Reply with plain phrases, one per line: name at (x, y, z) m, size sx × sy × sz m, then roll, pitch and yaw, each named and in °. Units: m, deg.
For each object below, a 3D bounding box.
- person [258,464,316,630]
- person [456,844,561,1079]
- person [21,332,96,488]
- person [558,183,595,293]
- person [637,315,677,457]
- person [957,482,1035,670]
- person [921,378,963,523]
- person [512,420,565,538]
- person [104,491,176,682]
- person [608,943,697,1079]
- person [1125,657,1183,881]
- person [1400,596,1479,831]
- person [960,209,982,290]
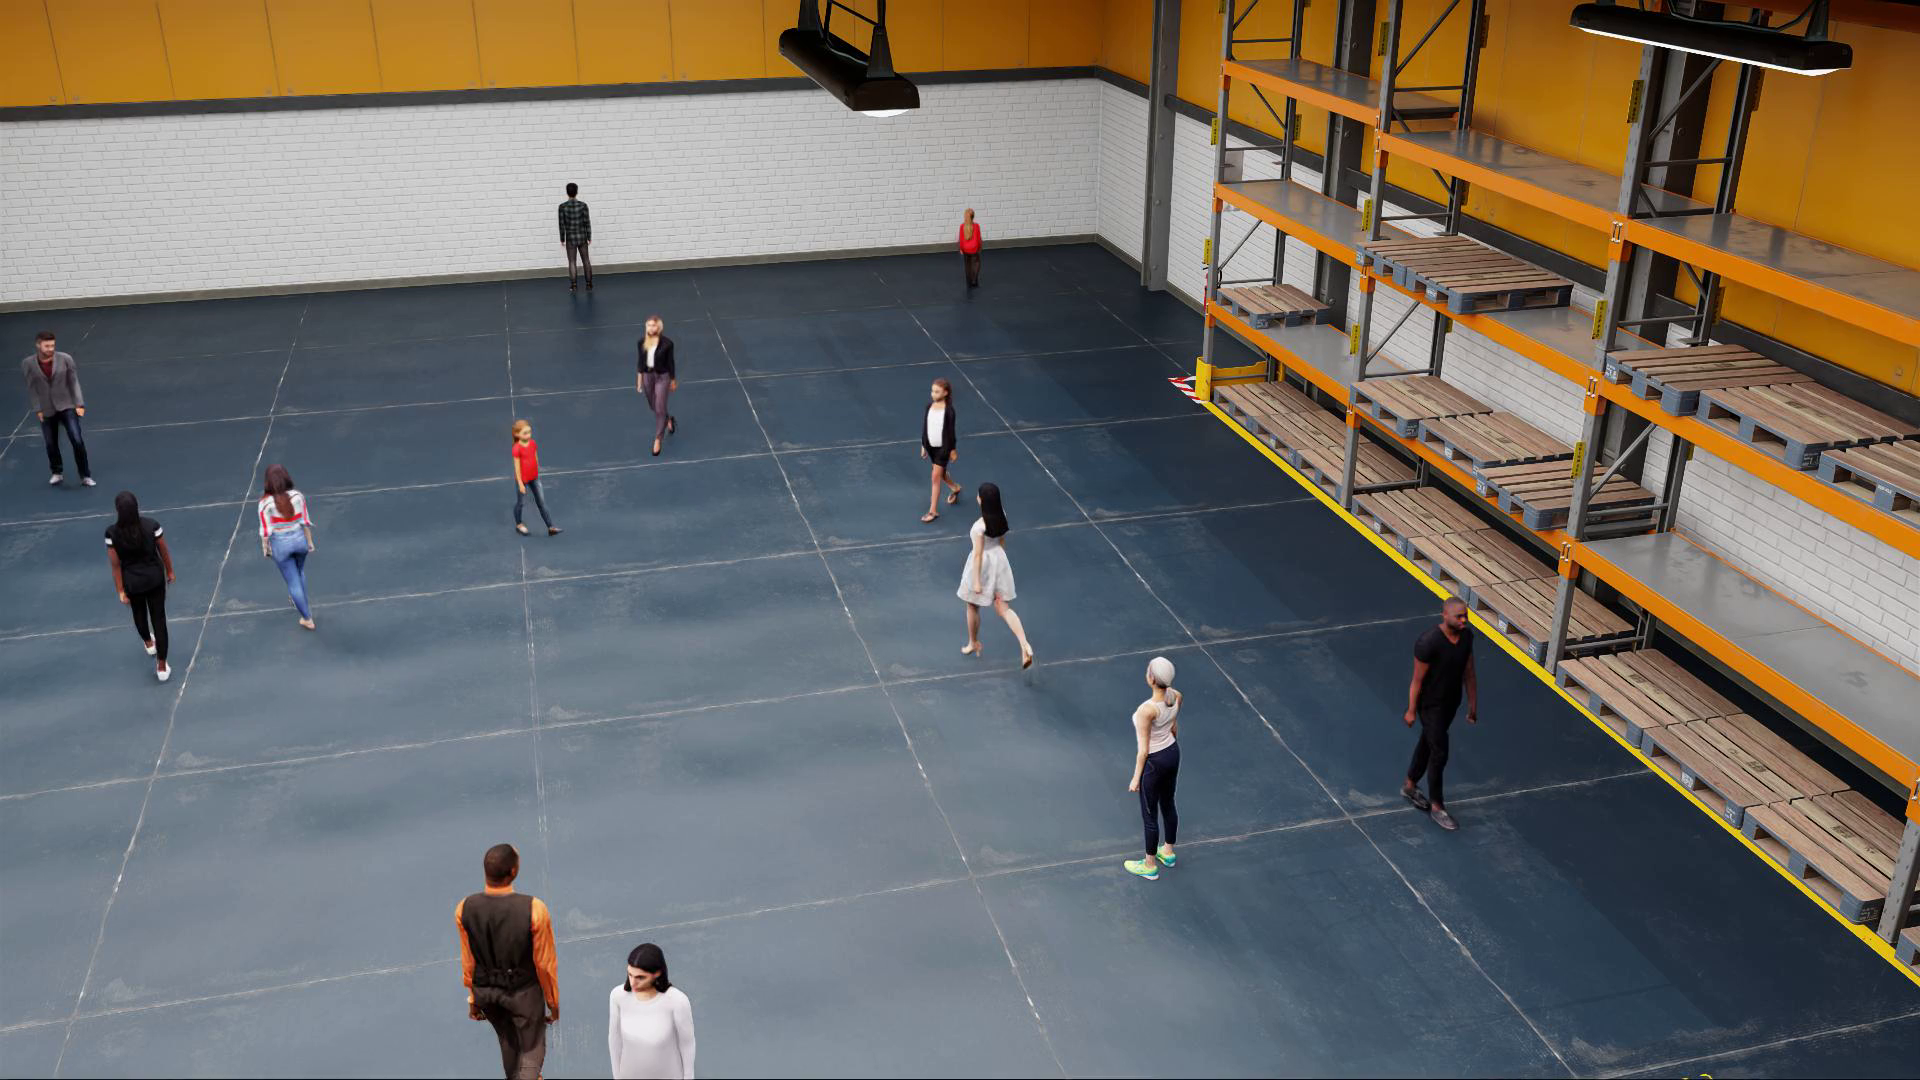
person at (-6.178, 0.081, 15.416) m, size 0.999 × 1.594 × 0.868 m, roll 22°, pitch 32°, yaw 40°
person at (-2.534, 2.604, 9.289) m, size 0.927 × 1.880 × 1.208 m, roll 1°, pitch 24°, yaw 2°
person at (-10.152, -1.488, 18.703) m, size 0.740 × 1.837 × 0.894 m, roll -5°, pitch 24°, yaw -11°
person at (-6.082, -4.796, 26.293) m, size 0.659 × 1.714 × 0.508 m, roll -6°, pitch 24°, yaw -14°
person at (-3.589, -1.877, 19.839) m, size 0.906 × 1.640 × 1.123 m, roll 5°, pitch 24°, yaw 11°
person at (0.320, 0.365, 14.585) m, size 1.202 × 1.741 × 0.969 m, roll 22°, pitch 32°, yaw 40°
person at (-0.175, -1.022, 18.018) m, size 1.023 × 1.531 × 1.042 m, roll 16°, pitch 28°, yaw 32°
person at (-4.596, -0.644, 17.464) m, size 0.930 × 1.282 × 0.809 m, roll 17°, pitch 29°, yaw 34°
person at (-7.106, 0.420, 14.511) m, size 0.696 × 1.698 × 1.072 m, roll -9°, pitch 25°, yaw -19°
person at (-1.589, 2.865, 8.782) m, size 0.680 × 1.807 × 0.657 m, roll 4°, pitch 24°, yaw 9°
person at (1.403, 1.607, 11.792) m, size 0.696 × 1.702 × 0.688 m, roll 21°, pitch 31°, yaw 40°
person at (3.544, 1.214, 12.567) m, size 0.811 × 1.800 × 0.972 m, roll -13°, pitch 27°, yaw -26°
person at (0.163, -4.644, 26.624) m, size 0.584 × 1.275 × 0.609 m, roll 4°, pitch 24°, yaw 9°
